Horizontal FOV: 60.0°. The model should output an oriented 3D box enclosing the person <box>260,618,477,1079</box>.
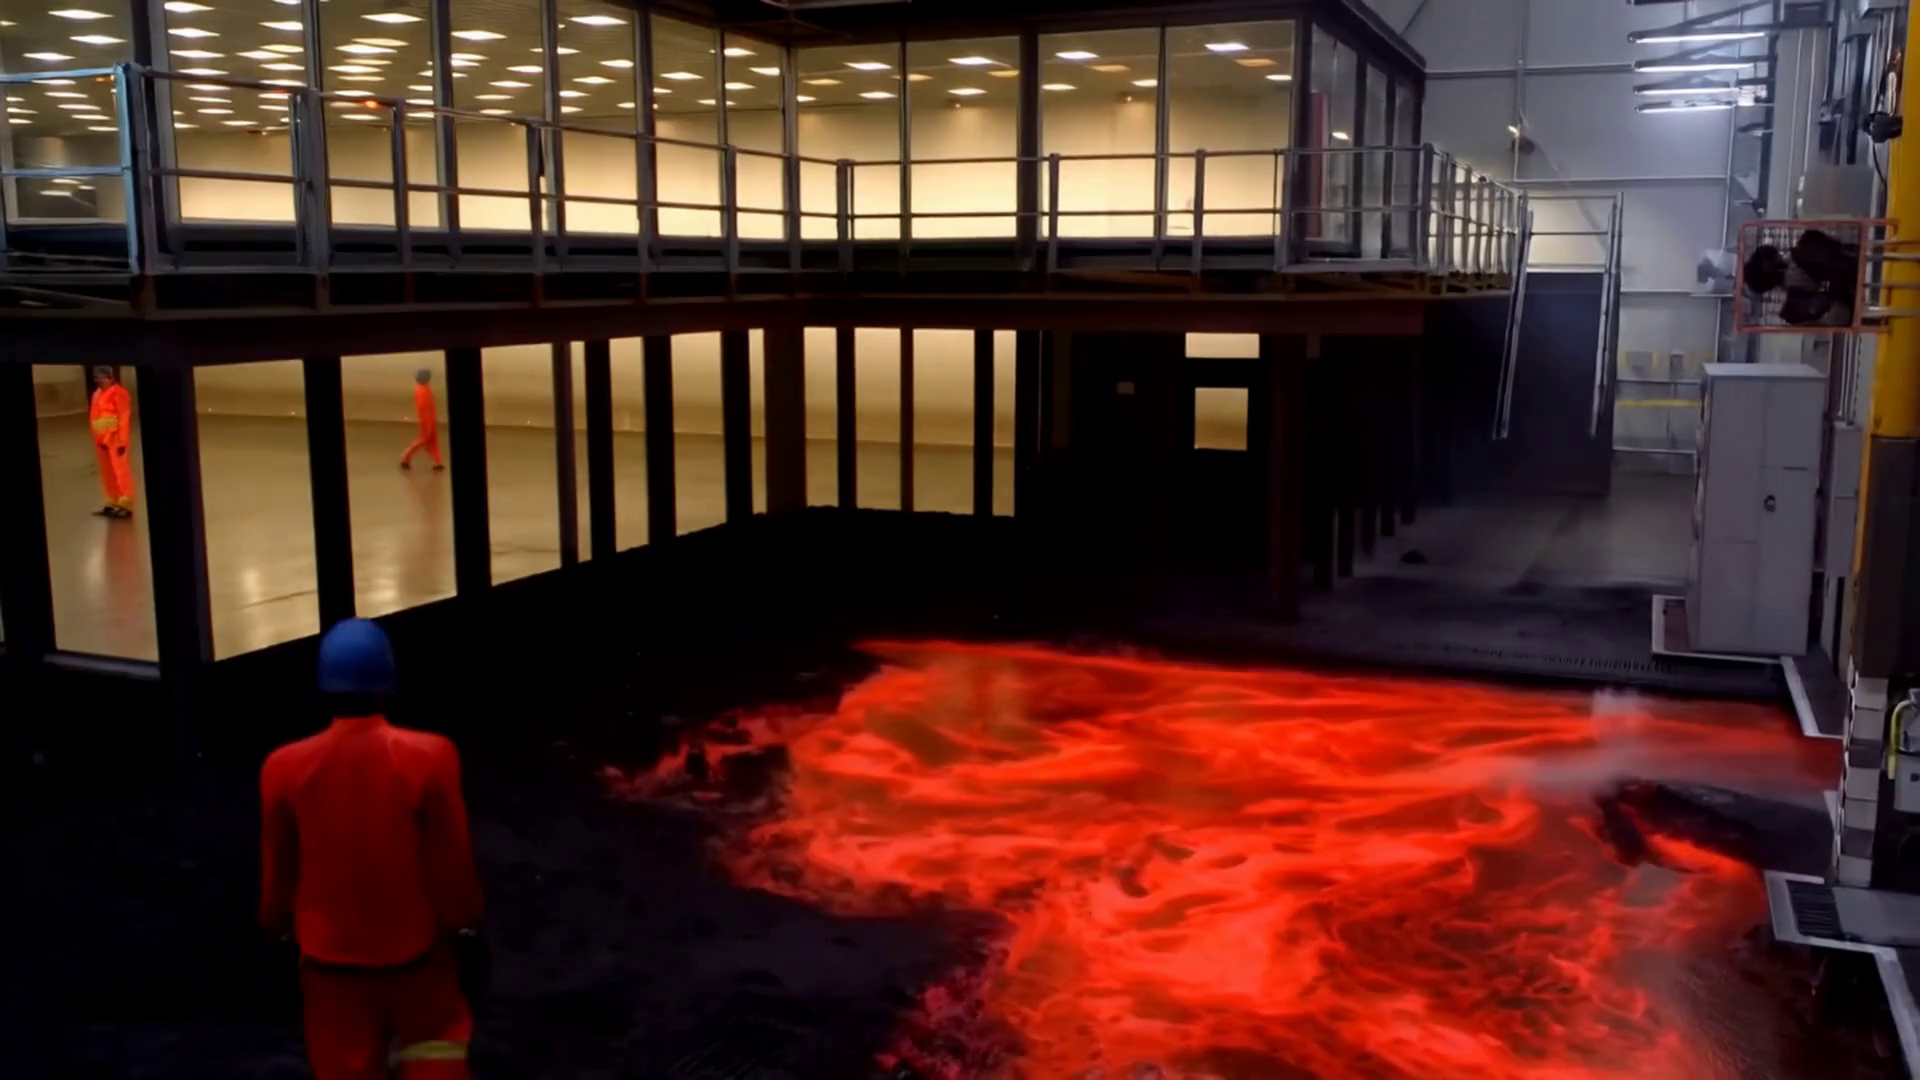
[{"bbox_3d":[-1.859,1.224,5.271,0.642,1.982,0.435,-2,9,-12],"label":"person"}]
